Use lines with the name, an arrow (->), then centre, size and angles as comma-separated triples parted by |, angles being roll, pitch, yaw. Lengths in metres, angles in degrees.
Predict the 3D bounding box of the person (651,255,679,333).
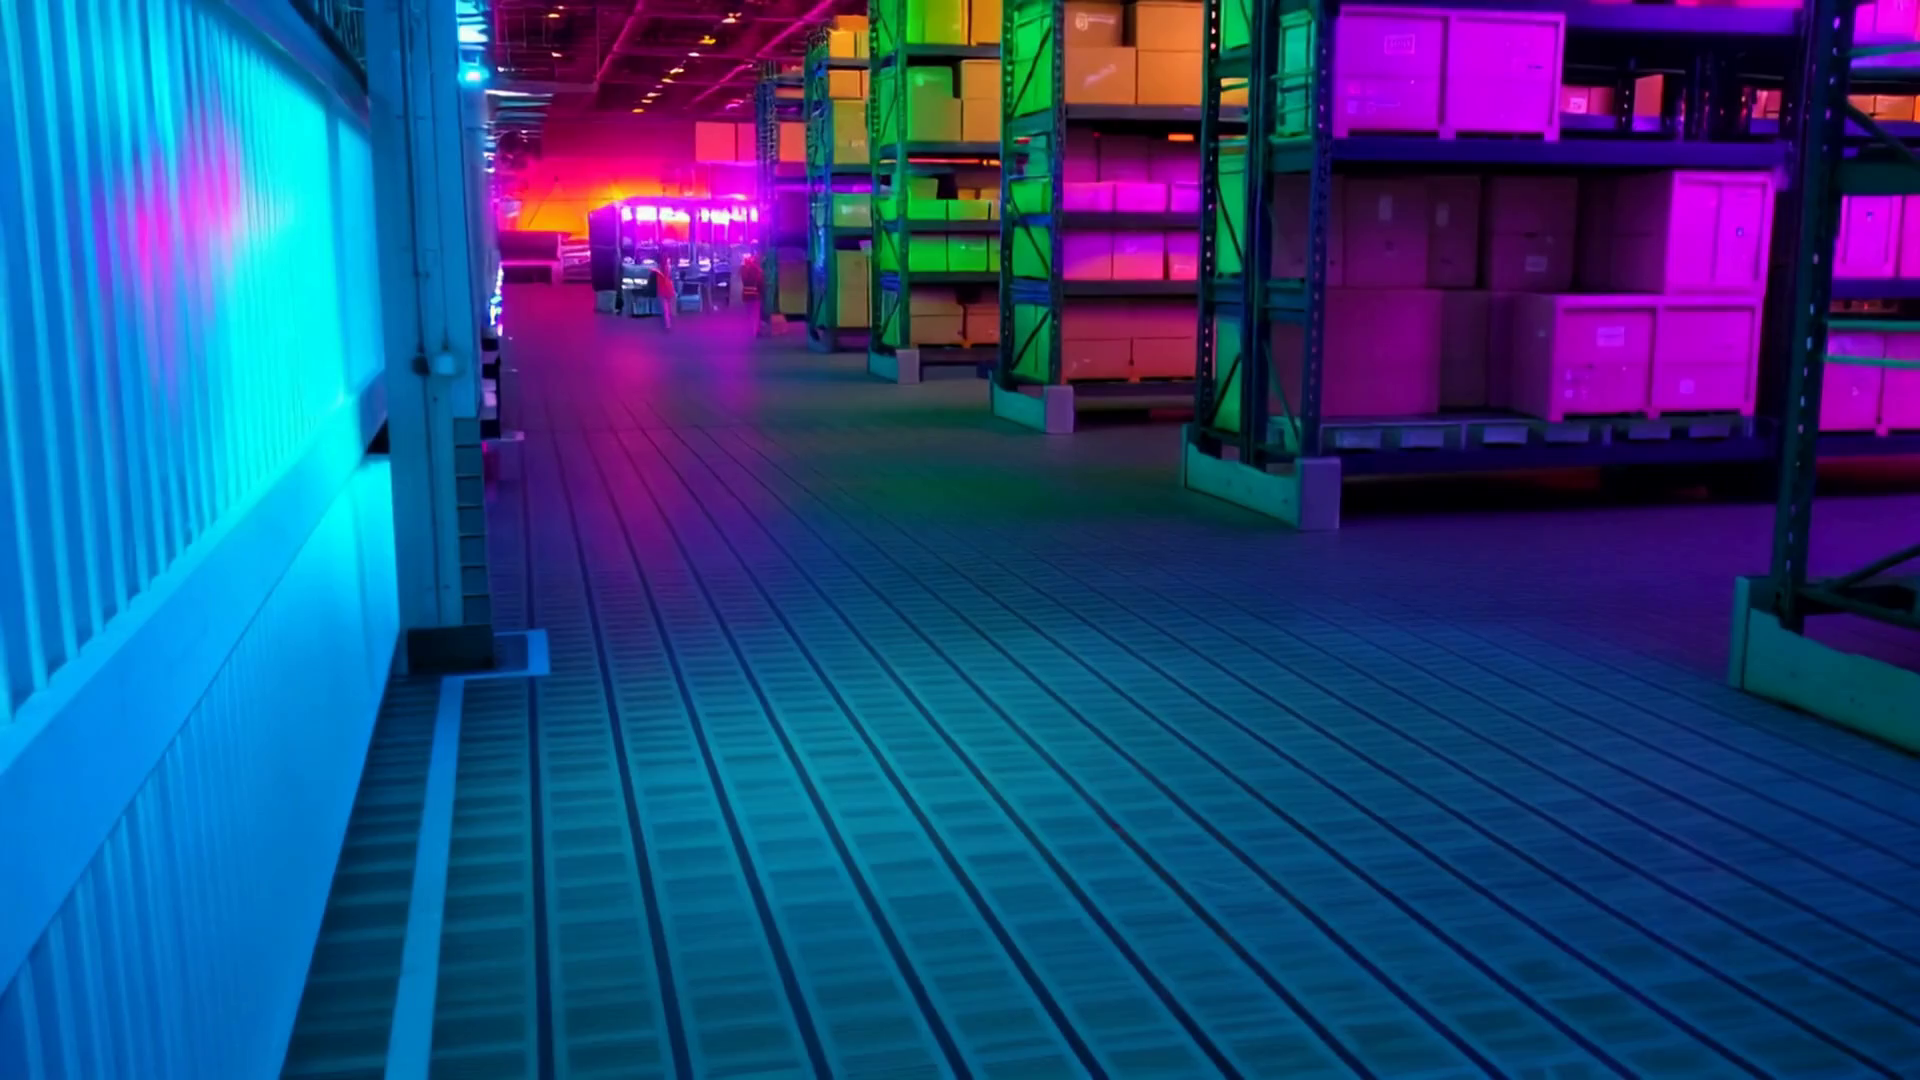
person -> -6.971, -5.781, 39.120 | 0.841, 1.820, 0.621 | 9, 14, 43

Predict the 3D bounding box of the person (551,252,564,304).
person -> -14.106, -9.186, 58.325 | 0.568, 1.840, 0.374 | 6, 12, 32

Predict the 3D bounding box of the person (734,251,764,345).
person -> -4.345, -4.968, 34.212 | 0.608, 1.933, 0.450 | -4, 11, -19
